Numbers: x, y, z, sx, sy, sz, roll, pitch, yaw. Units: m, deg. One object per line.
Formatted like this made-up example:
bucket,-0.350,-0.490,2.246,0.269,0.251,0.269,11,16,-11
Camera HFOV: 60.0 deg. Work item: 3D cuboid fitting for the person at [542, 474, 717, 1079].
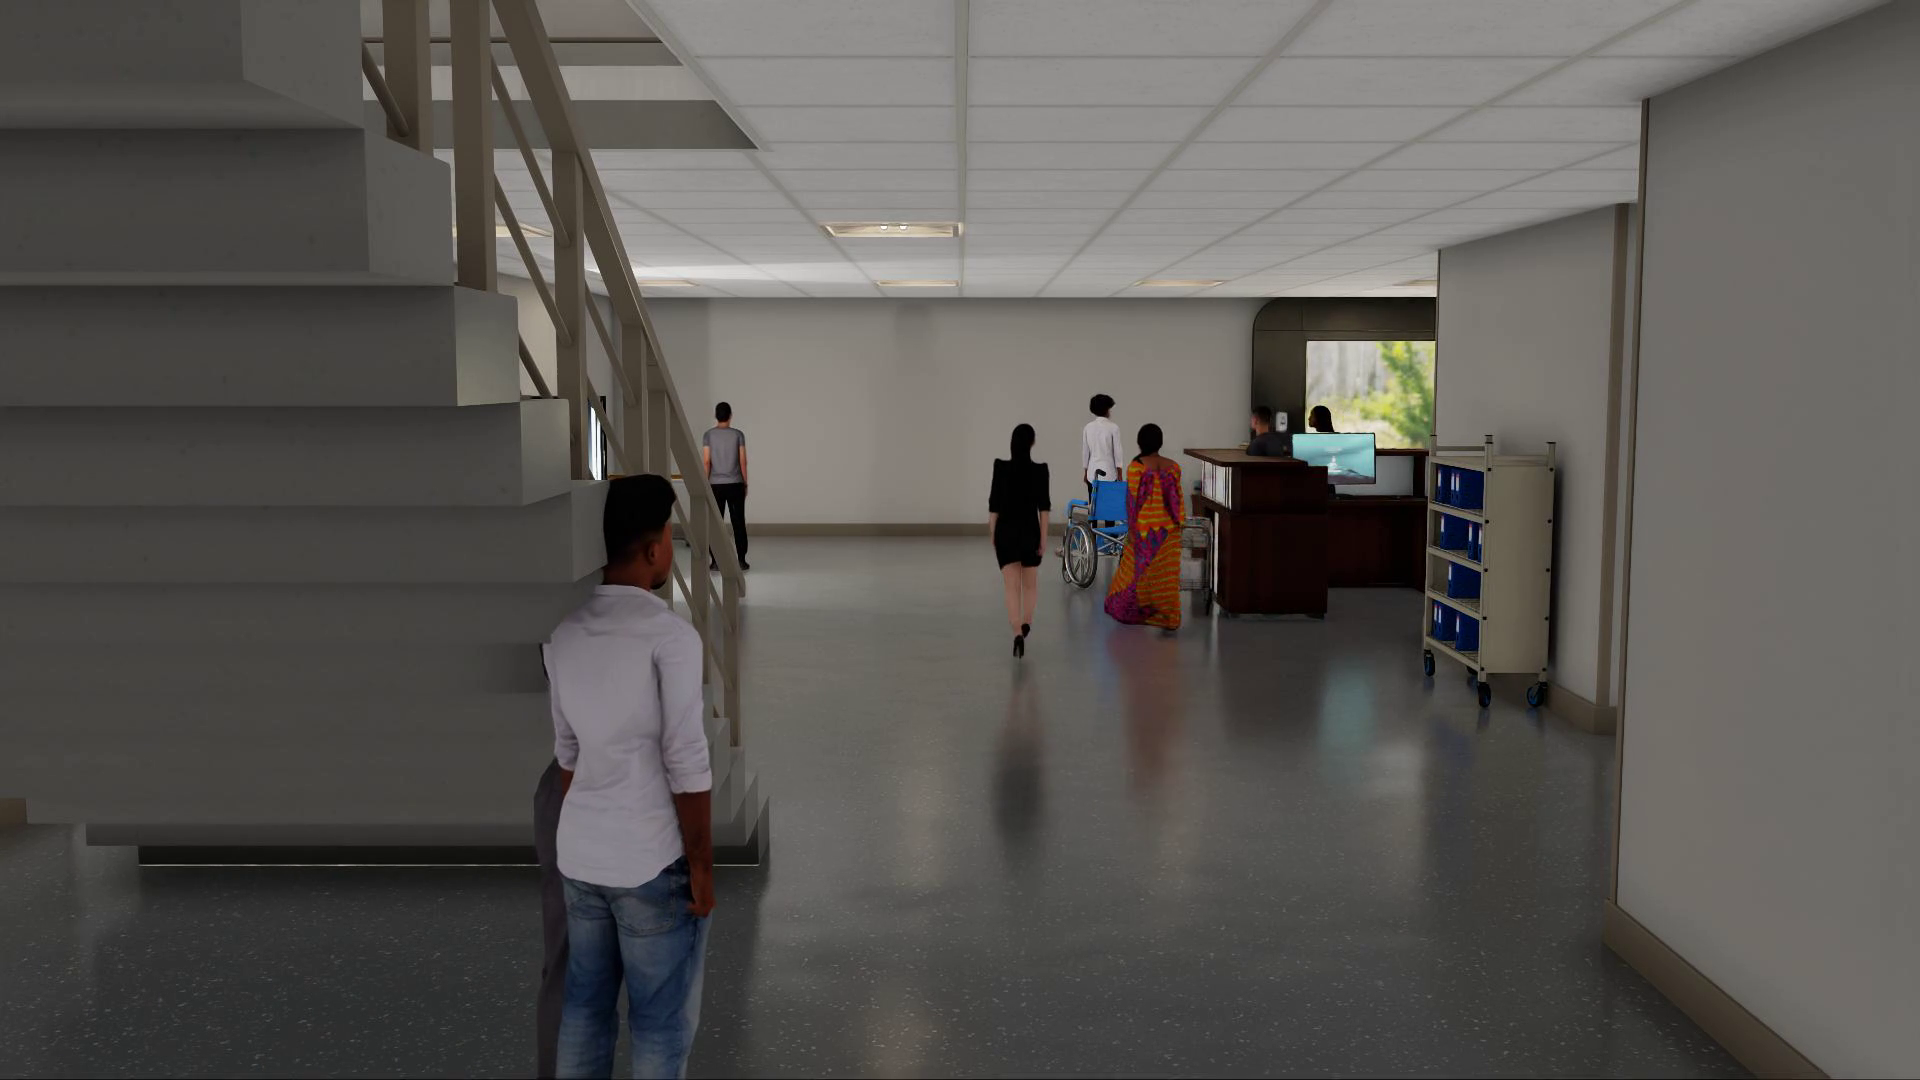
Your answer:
person,-0.825,0.741,4.107,0.726,1.810,0.742,4,7,32

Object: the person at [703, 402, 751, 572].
person,-2.446,-0.566,17.373,0.641,1.754,0.573,-1,6,-6

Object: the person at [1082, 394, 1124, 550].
person,1.666,-0.806,19.498,0.706,1.807,0.683,3,6,24

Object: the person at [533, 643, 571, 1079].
person,-1.030,0.744,4.452,0.697,1.733,0.520,-1,6,-11

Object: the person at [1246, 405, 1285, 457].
person,2.750,-0.332,14.959,0.796,1.771,0.732,5,8,43

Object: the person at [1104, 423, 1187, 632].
person,1.547,-0.087,13.176,0.932,1.641,1.243,-2,6,-20

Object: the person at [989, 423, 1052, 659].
person,0.422,0.045,11.868,0.617,1.640,1.060,0,6,-3
